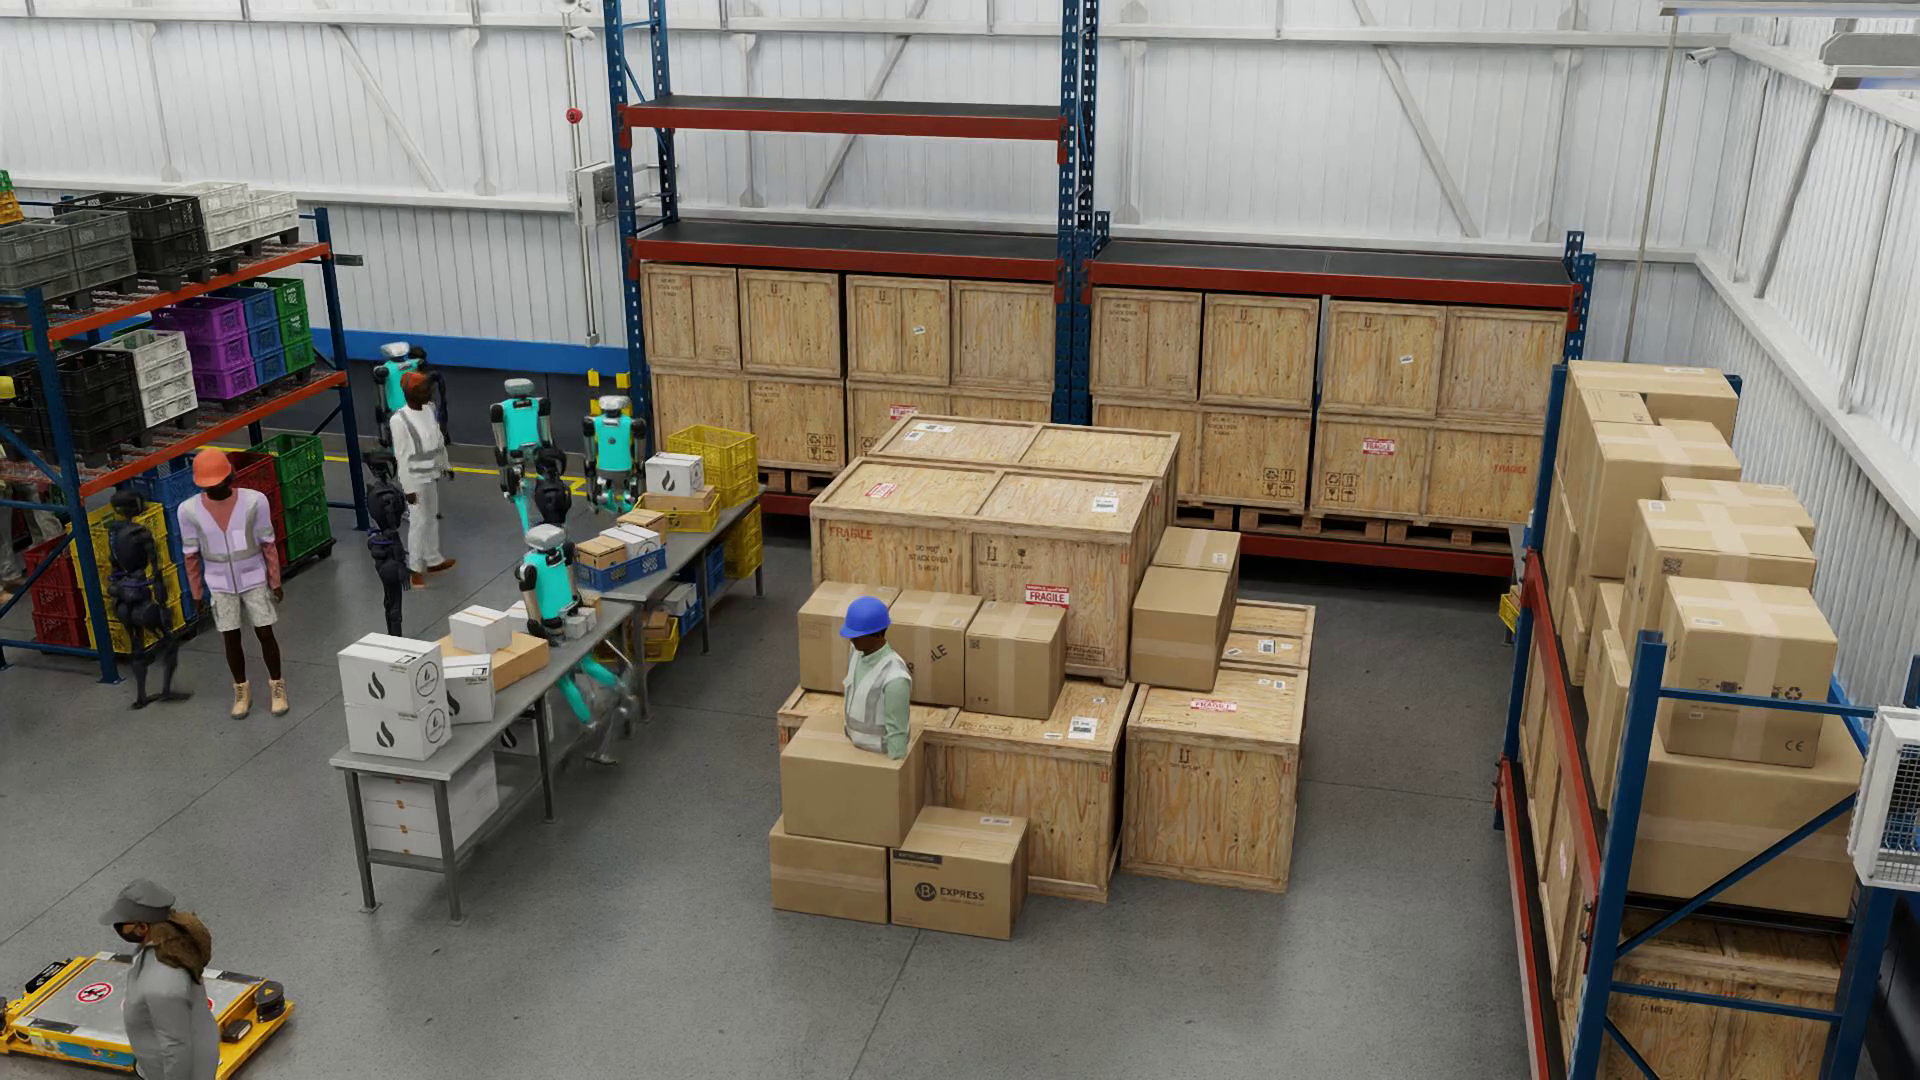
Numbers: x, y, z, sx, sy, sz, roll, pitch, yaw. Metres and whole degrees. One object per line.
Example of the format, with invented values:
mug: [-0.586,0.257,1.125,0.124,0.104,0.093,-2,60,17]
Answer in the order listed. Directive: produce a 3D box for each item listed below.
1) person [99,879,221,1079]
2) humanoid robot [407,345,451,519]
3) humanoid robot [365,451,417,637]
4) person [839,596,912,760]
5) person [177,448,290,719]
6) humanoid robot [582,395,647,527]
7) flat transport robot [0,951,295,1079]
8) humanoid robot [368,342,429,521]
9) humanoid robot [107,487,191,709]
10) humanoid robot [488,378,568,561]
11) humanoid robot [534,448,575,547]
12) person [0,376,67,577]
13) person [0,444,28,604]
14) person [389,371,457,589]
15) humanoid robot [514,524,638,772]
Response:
person: [-3.332,2.223,7.125,0.397,1.769,0.567,-8,22,-21]
humanoid robot: [-5.170,-1.052,15.848,0.640,1.640,0.587,19,28,40]
humanoid robot: [-4.359,0.116,12.750,0.315,1.657,0.599,-10,23,-24]
person: [-0.485,1.210,9.548,0.411,1.939,0.602,-10,23,-25]
person: [-5.135,0.310,11.782,0.609,2.029,0.404,-6,22,-16]
humanoid robot: [-2.873,-0.478,14.270,0.569,1.763,0.956,0,21,0]
flat transport robot: [-4.270,2.464,8.601,1.431,0.231,0.659,5,22,13]
humanoid robot: [-5.317,-0.982,15.650,0.656,1.857,0.547,16,26,36]
humanoid robot: [-5.925,0.423,11.976,0.591,1.648,0.357,13,24,30]
humanoid robot: [-3.589,-0.432,14.172,0.541,1.780,0.859,-14,25,-33]
humanoid robot: [-3.193,0.056,12.944,0.495,1.634,0.606,-4,21,-11]
person: [-7.964,-0.517,14.209,0.599,1.829,0.404,16,26,36]
person: [-8.093,-0.392,13.868,0.430,1.845,0.618,1,21,3]
person: [-4.585,-0.540,14.220,0.361,1.878,0.680,4,21,11]
humanoid robot: [-2.464,0.785,10.960,0.792,1.800,0.544,8,22,20]
